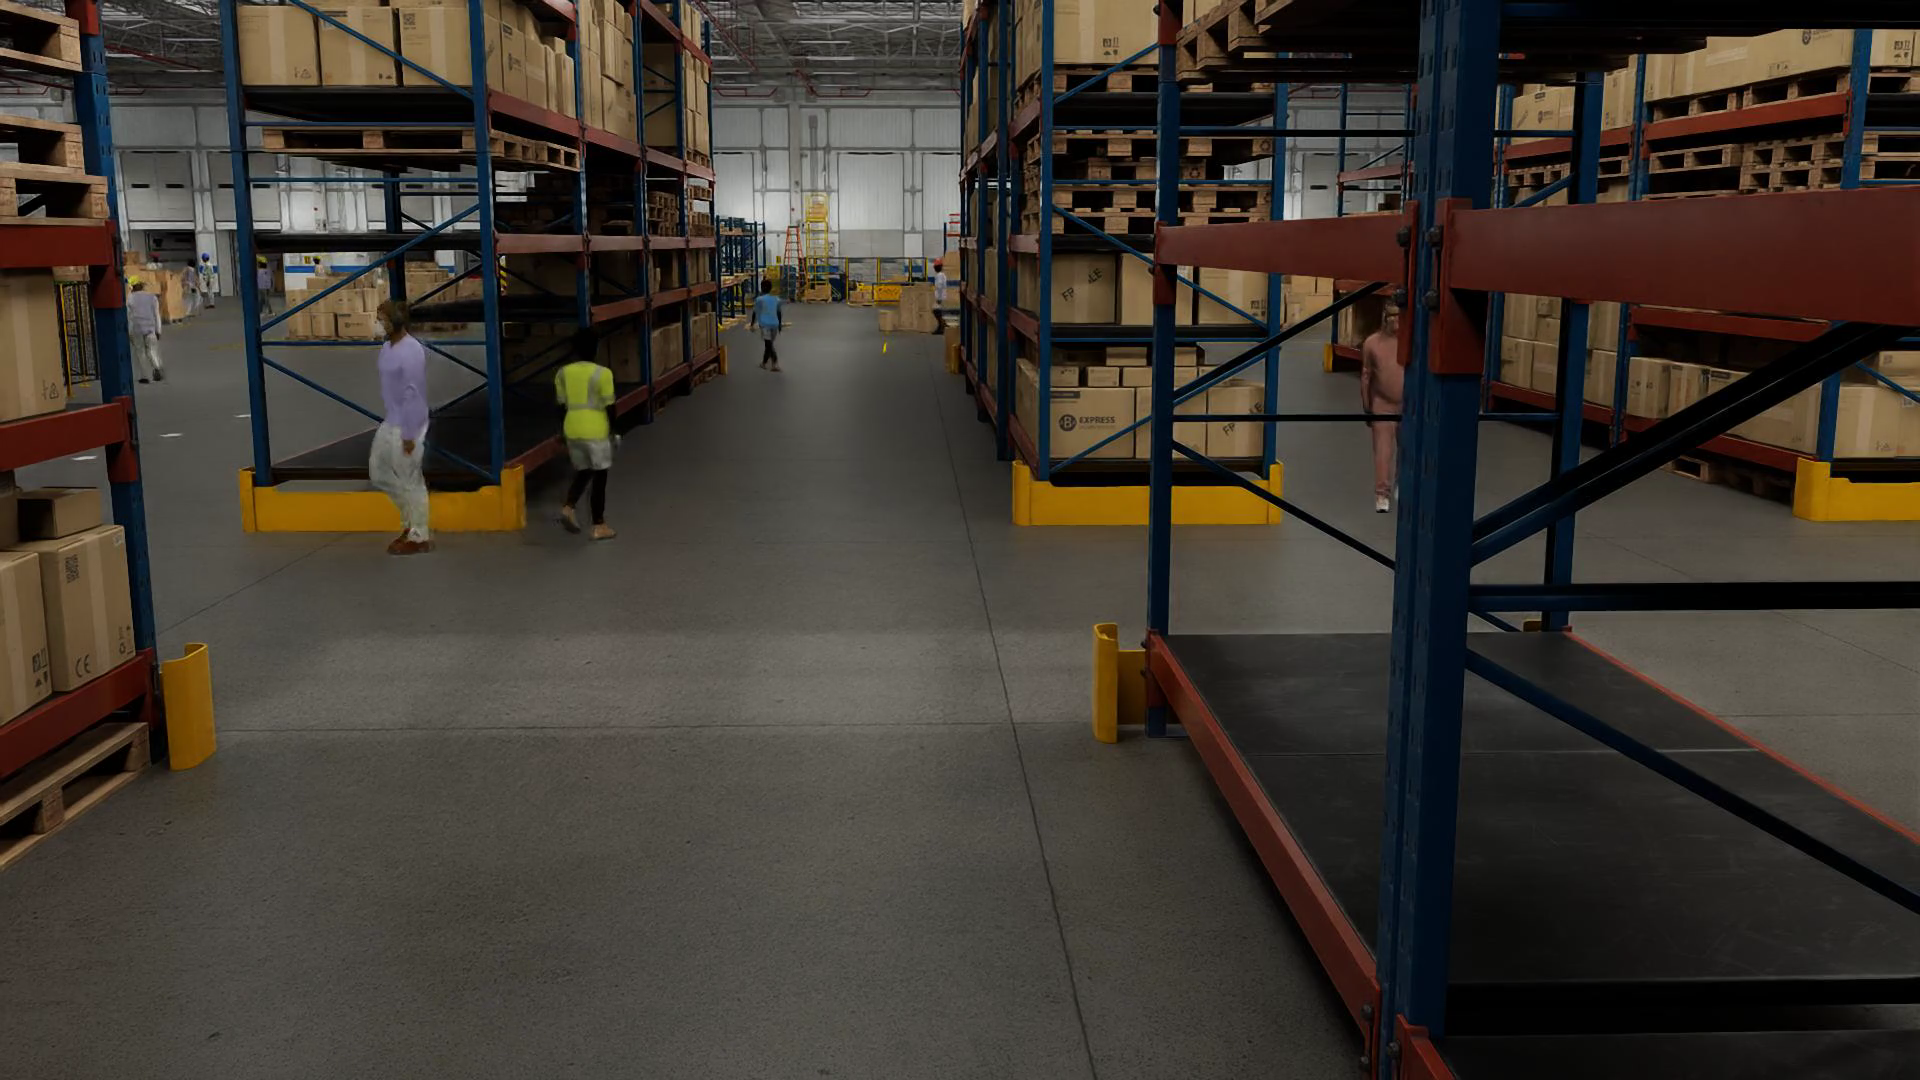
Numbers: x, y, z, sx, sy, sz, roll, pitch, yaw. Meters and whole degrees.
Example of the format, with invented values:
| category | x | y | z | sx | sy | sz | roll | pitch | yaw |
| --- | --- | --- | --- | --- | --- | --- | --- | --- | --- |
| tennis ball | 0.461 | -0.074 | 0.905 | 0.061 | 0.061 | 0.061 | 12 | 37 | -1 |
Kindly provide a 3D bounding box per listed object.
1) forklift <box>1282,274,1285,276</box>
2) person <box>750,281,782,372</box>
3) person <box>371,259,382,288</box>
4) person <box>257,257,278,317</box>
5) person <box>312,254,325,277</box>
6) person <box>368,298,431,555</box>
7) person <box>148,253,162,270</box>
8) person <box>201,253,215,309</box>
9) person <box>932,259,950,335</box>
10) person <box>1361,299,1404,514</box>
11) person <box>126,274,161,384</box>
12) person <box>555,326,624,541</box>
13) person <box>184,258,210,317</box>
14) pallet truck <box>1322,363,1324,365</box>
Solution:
| category | x | y | z | sx | sy | sz | roll | pitch | yaw |
| --- | --- | --- | --- | --- | --- | --- | --- | --- | --- |
| forklift | 12.206 | -10.472 | 63.460 | 1.129 | 2.768 | 1.873 | 0 | 10 | -2 |
| person | -3.486 | -3.887 | 30.231 | 0.541 | 1.643 | 0.899 | -7 | 12 | -35 |
| person | -20.389 | -8.920 | 58.015 | 0.714 | 1.719 | 0.487 | -1 | 10 | -5 |
| person | -21.591 | -7.839 | 51.648 | 1.038 | 1.864 | 0.590 | 5 | 11 | 27 |
| person | -22.099 | -8.888 | 57.336 | 0.507 | 1.909 | 0.585 | -3 | 11 | -16 |
| person | -4.182 | -0.830 | 12.401 | 0.437 | 1.924 | 0.658 | -7 | 12 | -35 |
| person | -31.266 | -10.198 | 64.614 | 0.631 | 1.918 | 0.565 | 6 | 12 | 32 |
| person | -26.340 | -9.072 | 58.253 | 0.391 | 1.946 | 0.615 | -5 | 11 | -24 |
| person | -0.533 | -6.128 | 41.956 | 0.398 | 1.909 | 0.555 | 1 | 10 | 6 |
| person | 3.861 | -1.207 | 14.700 | 0.633 | 1.861 | 0.983 | 2 | 10 | 13 |
| person | -13.507 | -3.470 | 27.417 | 0.412 | 1.815 | 0.587 | 8 | 13 | 36 |
| person | -2.931 | -0.832 | 13.084 | 0.556 | 1.680 | 0.387 | 5 | 12 | 28 |
| person | -23.705 | -7.822 | 51.648 | 0.784 | 1.814 | 0.661 | -8 | 13 | -38 |
| pallet truck | 7.712 | -4.157 | 30.737 | 1.885 | 1.965 | 0.823 | 3 | 11 | 16 |
